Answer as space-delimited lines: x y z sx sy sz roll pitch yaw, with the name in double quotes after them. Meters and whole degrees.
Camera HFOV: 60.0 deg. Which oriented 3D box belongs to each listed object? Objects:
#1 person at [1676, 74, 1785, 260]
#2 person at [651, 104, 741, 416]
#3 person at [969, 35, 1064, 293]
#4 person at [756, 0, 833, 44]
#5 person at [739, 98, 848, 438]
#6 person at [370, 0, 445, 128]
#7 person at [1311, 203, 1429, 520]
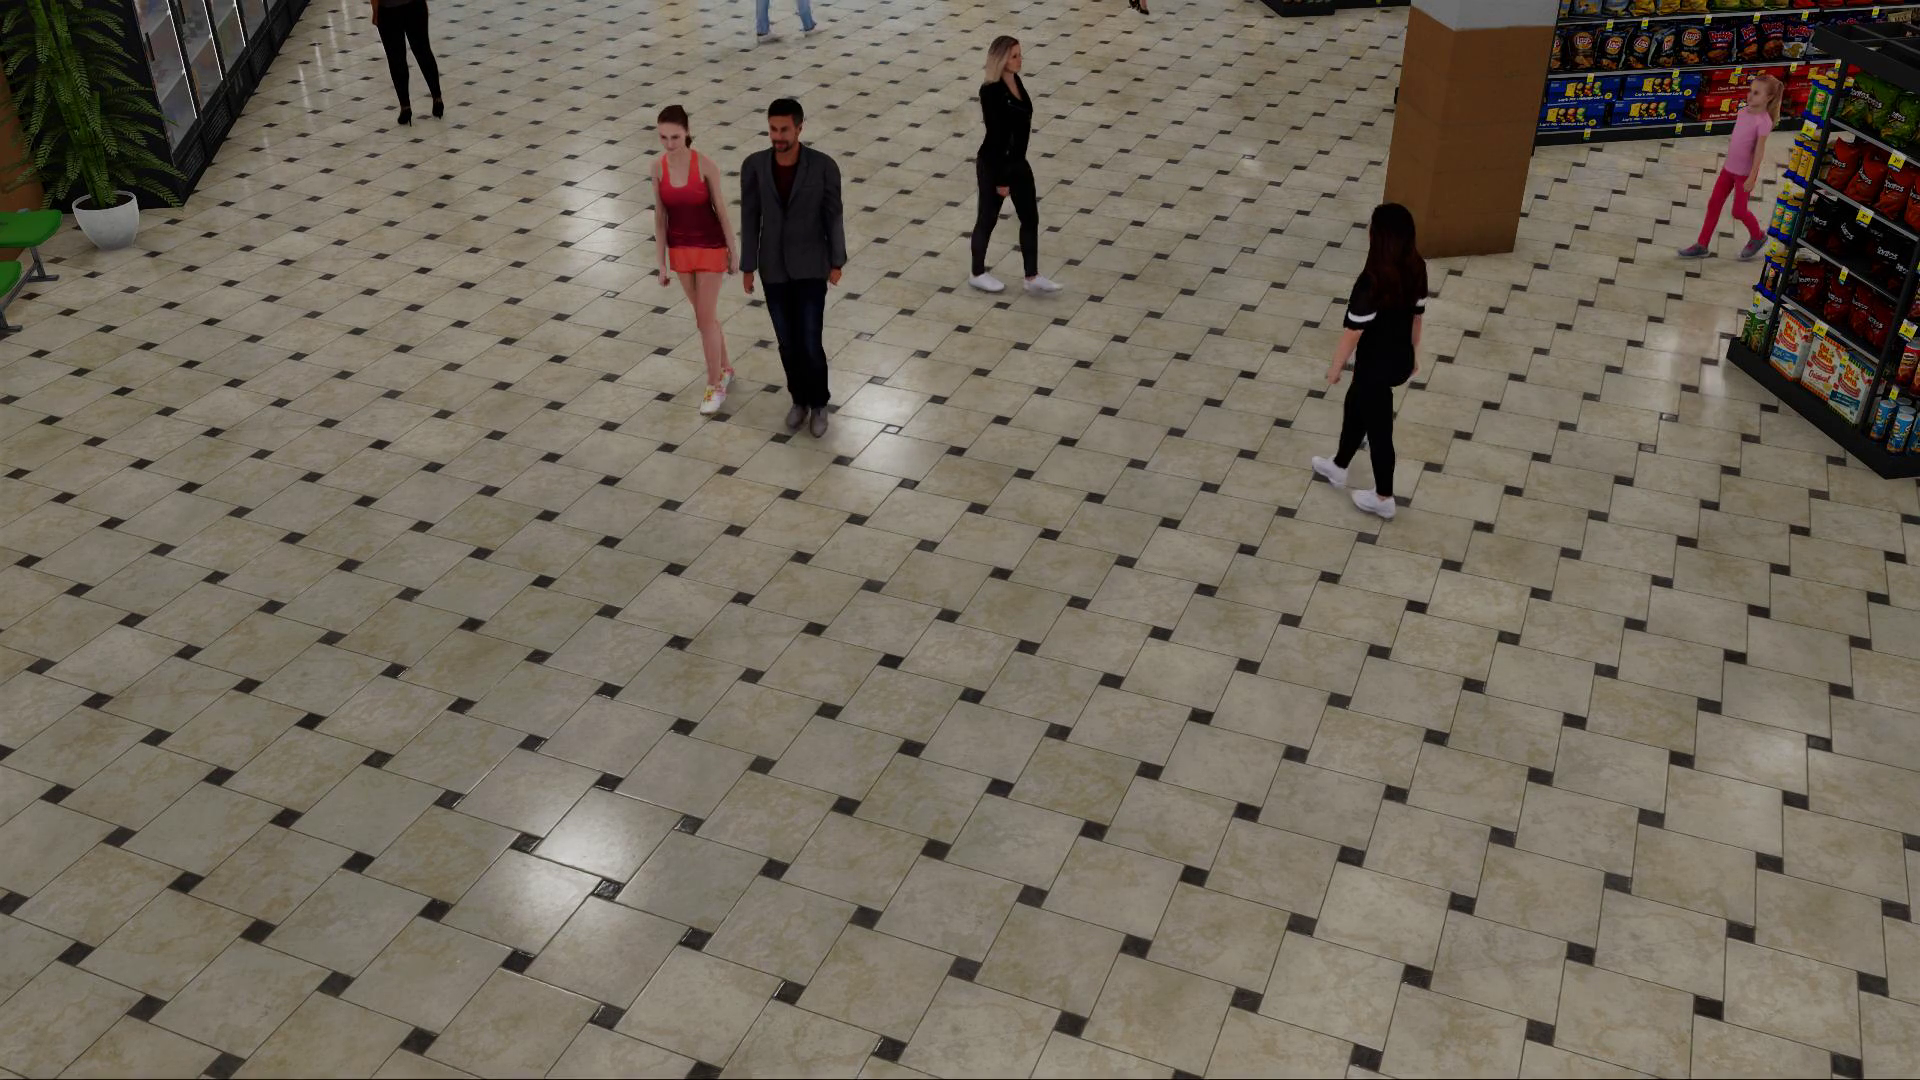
5.273 -2.481 11.139 0.822 1.257 0.516 -7 33 -11 "person"
-1.435 -1.624 9.321 0.833 1.722 0.836 7 33 12 "person"
0.182 -2.356 10.552 1.011 1.664 0.928 16 35 24 "person"
-1.803 -5.570 15.565 1.107 1.825 0.938 -20 37 -29 "person"
-0.878 -1.482 8.967 0.732 1.856 0.857 6 32 10 "person"
-4.546 -4.312 13.532 0.694 1.838 0.803 -22 38 -31 "person"
2.114 -0.825 8.134 0.879 1.620 0.882 -22 38 -31 "person"
